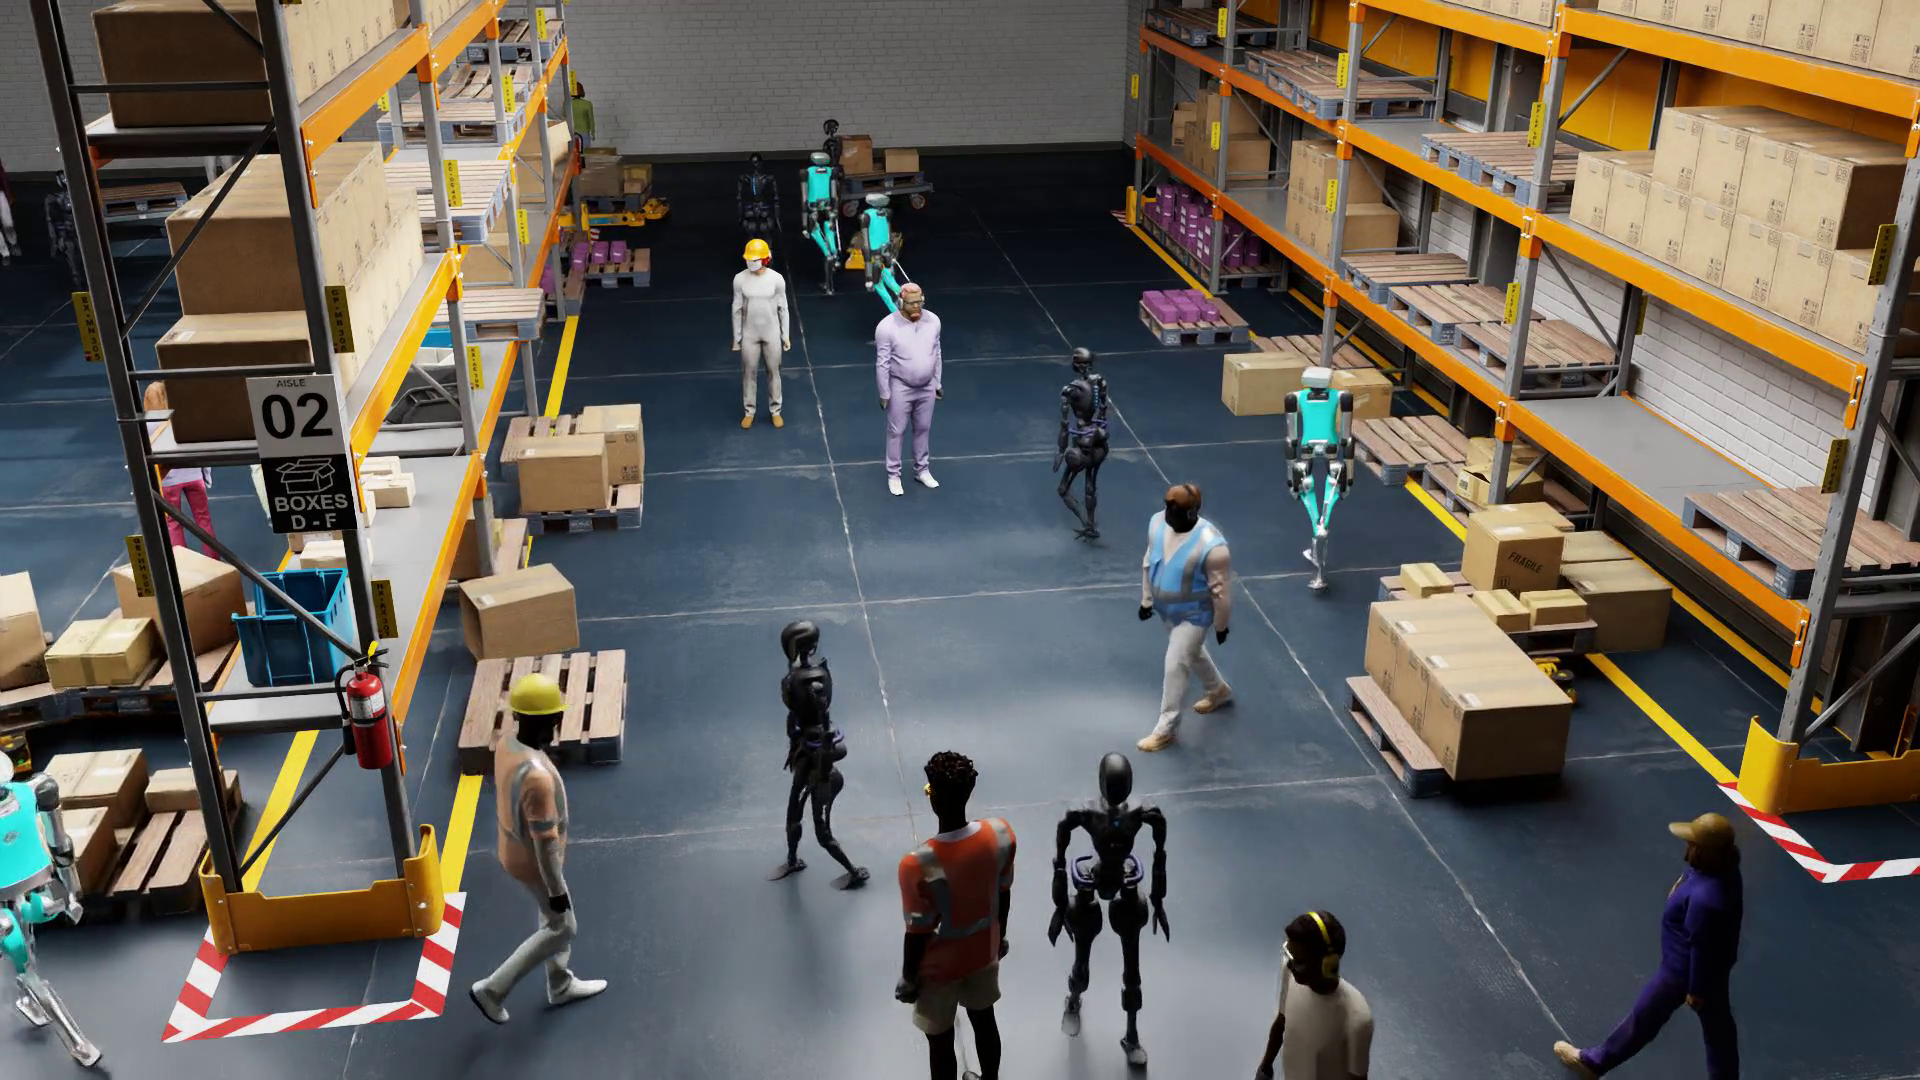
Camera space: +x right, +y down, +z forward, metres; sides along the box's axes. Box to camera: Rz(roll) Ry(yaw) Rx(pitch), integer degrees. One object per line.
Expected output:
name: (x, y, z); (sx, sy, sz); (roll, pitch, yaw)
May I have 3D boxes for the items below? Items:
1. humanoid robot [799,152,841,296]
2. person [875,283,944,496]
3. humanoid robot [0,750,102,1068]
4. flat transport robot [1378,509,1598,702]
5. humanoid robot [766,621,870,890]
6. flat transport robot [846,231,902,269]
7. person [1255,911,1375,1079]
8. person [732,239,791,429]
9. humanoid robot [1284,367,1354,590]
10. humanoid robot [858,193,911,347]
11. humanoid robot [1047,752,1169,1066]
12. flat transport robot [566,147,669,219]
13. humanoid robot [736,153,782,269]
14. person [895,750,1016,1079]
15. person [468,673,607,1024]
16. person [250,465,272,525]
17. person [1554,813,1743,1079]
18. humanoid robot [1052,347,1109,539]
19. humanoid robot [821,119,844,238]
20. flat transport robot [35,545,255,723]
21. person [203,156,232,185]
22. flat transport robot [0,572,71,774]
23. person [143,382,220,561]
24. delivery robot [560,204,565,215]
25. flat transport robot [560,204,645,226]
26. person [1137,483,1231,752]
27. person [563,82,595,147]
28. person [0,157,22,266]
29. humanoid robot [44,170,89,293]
humanoid robot: (-1.641, -3.891, 20.747); (0.556, 1.782, 0.884); (-14, 27, -28)
person: (-0.421, -1.339, 14.694); (0.651, 1.905, 0.406); (-13, 27, -28)
humanoid robot: (-4.585, 1.705, 7.991); (0.927, 1.756, 0.548); (20, 30, 37)
flat transport robot: (3.775, 0.771, 11.920); (0.659, 0.231, 1.431); (-3, 24, -8)
humanoid robot: (-0.805, 1.213, 9.207); (0.515, 1.643, 0.608); (-10, 26, -21)
flat transport robot: (-1.164, -3.954, 22.686); (0.659, 0.231, 1.431); (1, 24, 2)
person: (1.386, 2.254, 6.587); (0.372, 1.845, 0.545); (-10, 26, -22)
person: (-1.941, -2.014, 16.250); (0.563, 1.893, 0.375); (-1, 24, -3)
humanoid robot: (2.734, -0.414, 12.828); (0.597, 1.747, 1.000); (6, 24, 13)
humanoid robot: (-0.650, -2.937, 18.561); (0.962, 1.771, 0.556); (15, 28, 30)
humanoid robot: (0.716, 1.746, 7.963); (0.591, 1.649, 0.536); (-2, 24, -5)
flat transport robot: (-5.160, -4.994, 25.056); (1.431, 0.231, 0.659); (0, 24, 1)
humanoid robot: (-2.586, -4.116, 21.285); (0.599, 1.657, 0.315); (3, 24, 8)
person: (-0.027, 1.823, 7.417); (0.612, 1.963, 0.362); (-17, 29, -34)
person: (-2.126, 1.549, 8.113); (0.620, 1.902, 0.625); (-12, 26, -25)
person: (-6.014, -1.029, 14.226); (0.584, 1.705, 0.762); (-8, 25, -18)
person: (3.299, 1.922, 7.663); (0.845, 1.583, 0.455); (18, 29, 35)
humanoid robot: (1.053, -0.786, 13.704); (0.400, 1.647, 0.590); (21, 31, 40)
humanoid robot: (-1.827, -5.117, 23.582); (0.368, 1.652, 0.612); (-2, 24, -4)
flat transport robot: (-5.485, 0.996, 11.410); (1.431, 0.231, 0.659); (-2, 24, -5)
person: (-11.541, -6.149, 25.748); (0.627, 1.838, 0.430); (-19, 30, -37)
flat transport robot: (-6.518, 1.214, 10.913); (0.659, 0.231, 1.431); (-14, 27, -28)
person: (-6.109, -0.445, 13.001); (0.498, 1.629, 0.287); (-16, 29, -33)
delivery robot: (-6.118, -4.819, 24.323); (0.815, 0.612, 0.499); (-5, 24, -12)
flat transport robot: (-5.380, -4.765, 24.534); (1.431, 0.231, 0.659); (-4, 24, -8)
person: (1.516, 0.428, 10.800); (0.898, 1.806, 0.630); (-15, 28, -31)
person: (-6.180, -6.616, 27.062); (0.492, 1.624, 0.280); (0, 24, -1)
person: (-12.910, -4.605, 22.122); (0.506, 1.921, 0.459); (-12, 27, -26)
humanoid robot: (-10.856, -3.711, 20.375); (0.597, 1.641, 0.358); (-21, 31, -39)
